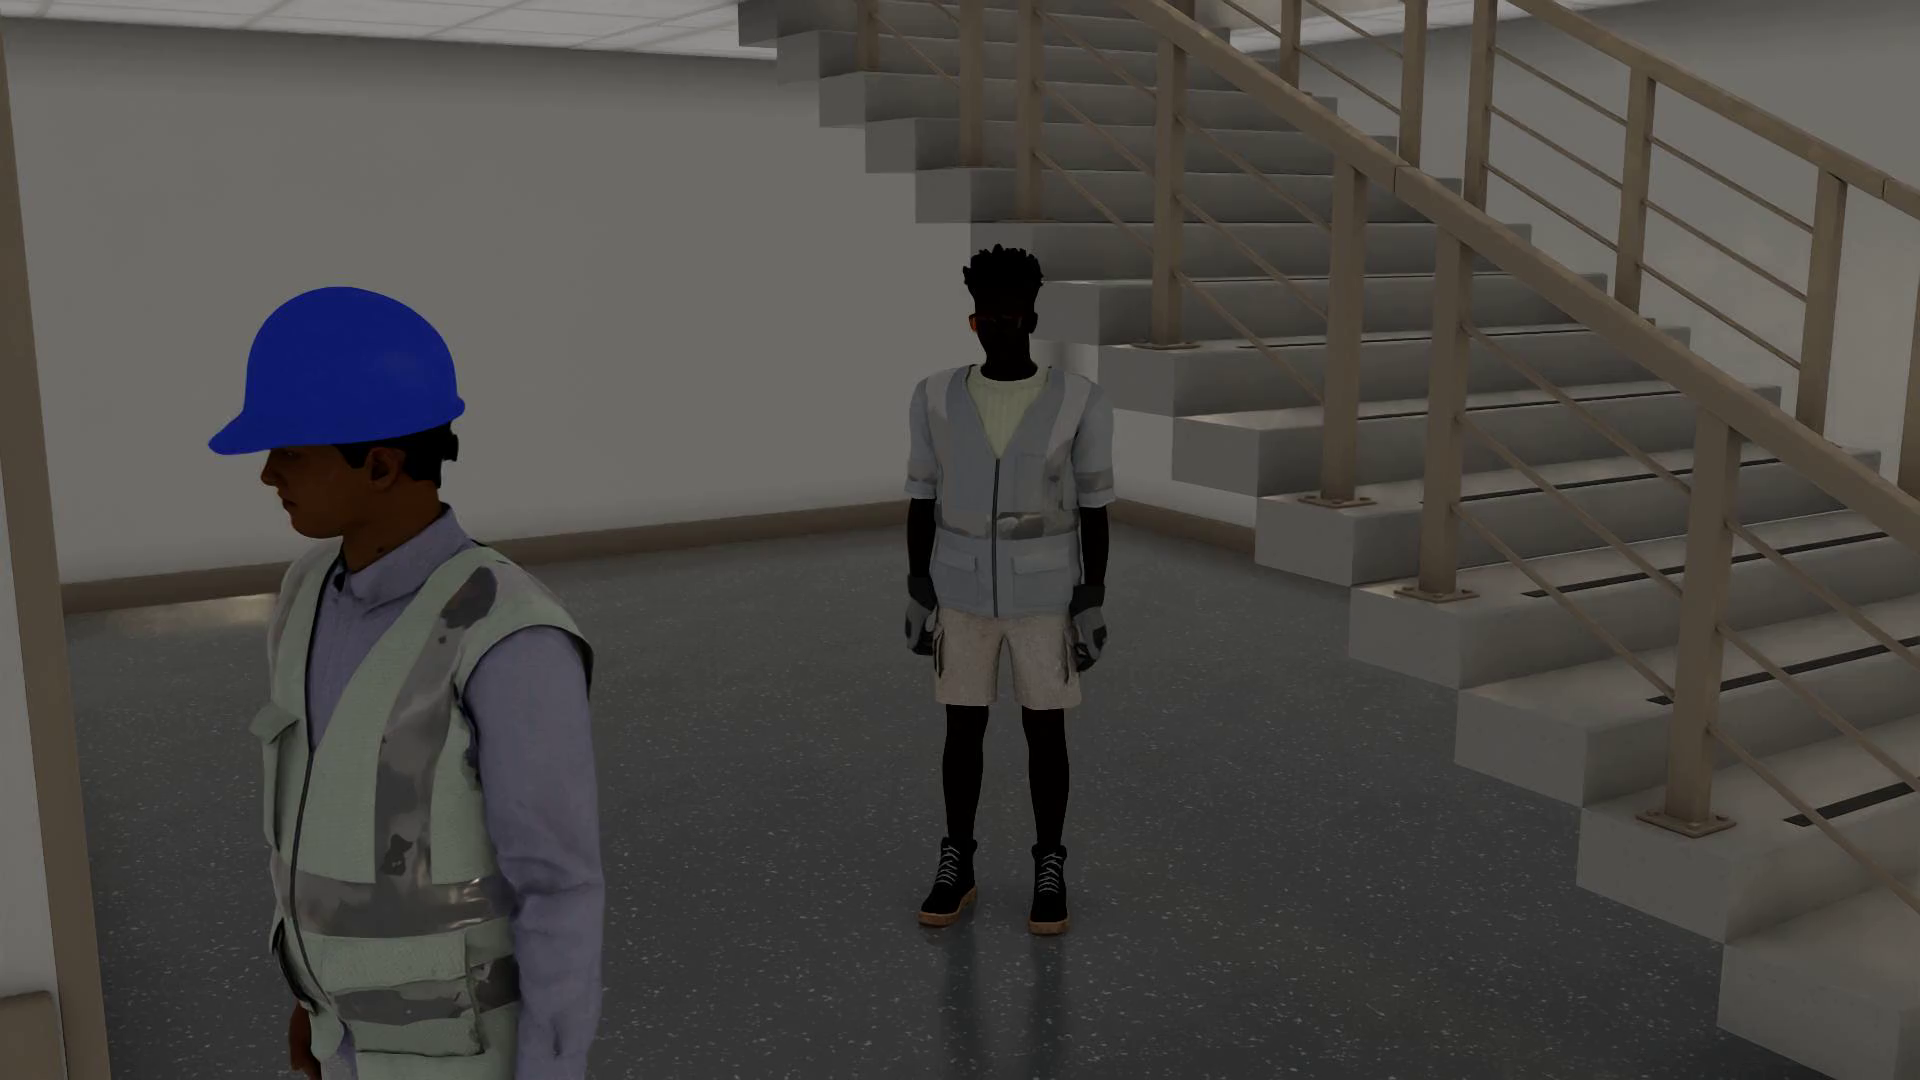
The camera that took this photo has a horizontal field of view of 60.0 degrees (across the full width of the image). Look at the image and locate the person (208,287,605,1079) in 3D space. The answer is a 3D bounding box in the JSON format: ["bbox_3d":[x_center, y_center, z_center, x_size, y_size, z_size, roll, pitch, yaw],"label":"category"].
[{"bbox_3d":[-0.718,0.640,2.234,0.605,1.943,0.402,9,14,40],"label":"person"}]

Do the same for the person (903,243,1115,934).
[{"bbox_3d":[0.128,0.150,4.753,0.610,1.965,0.363,2,11,12],"label":"person"}]
